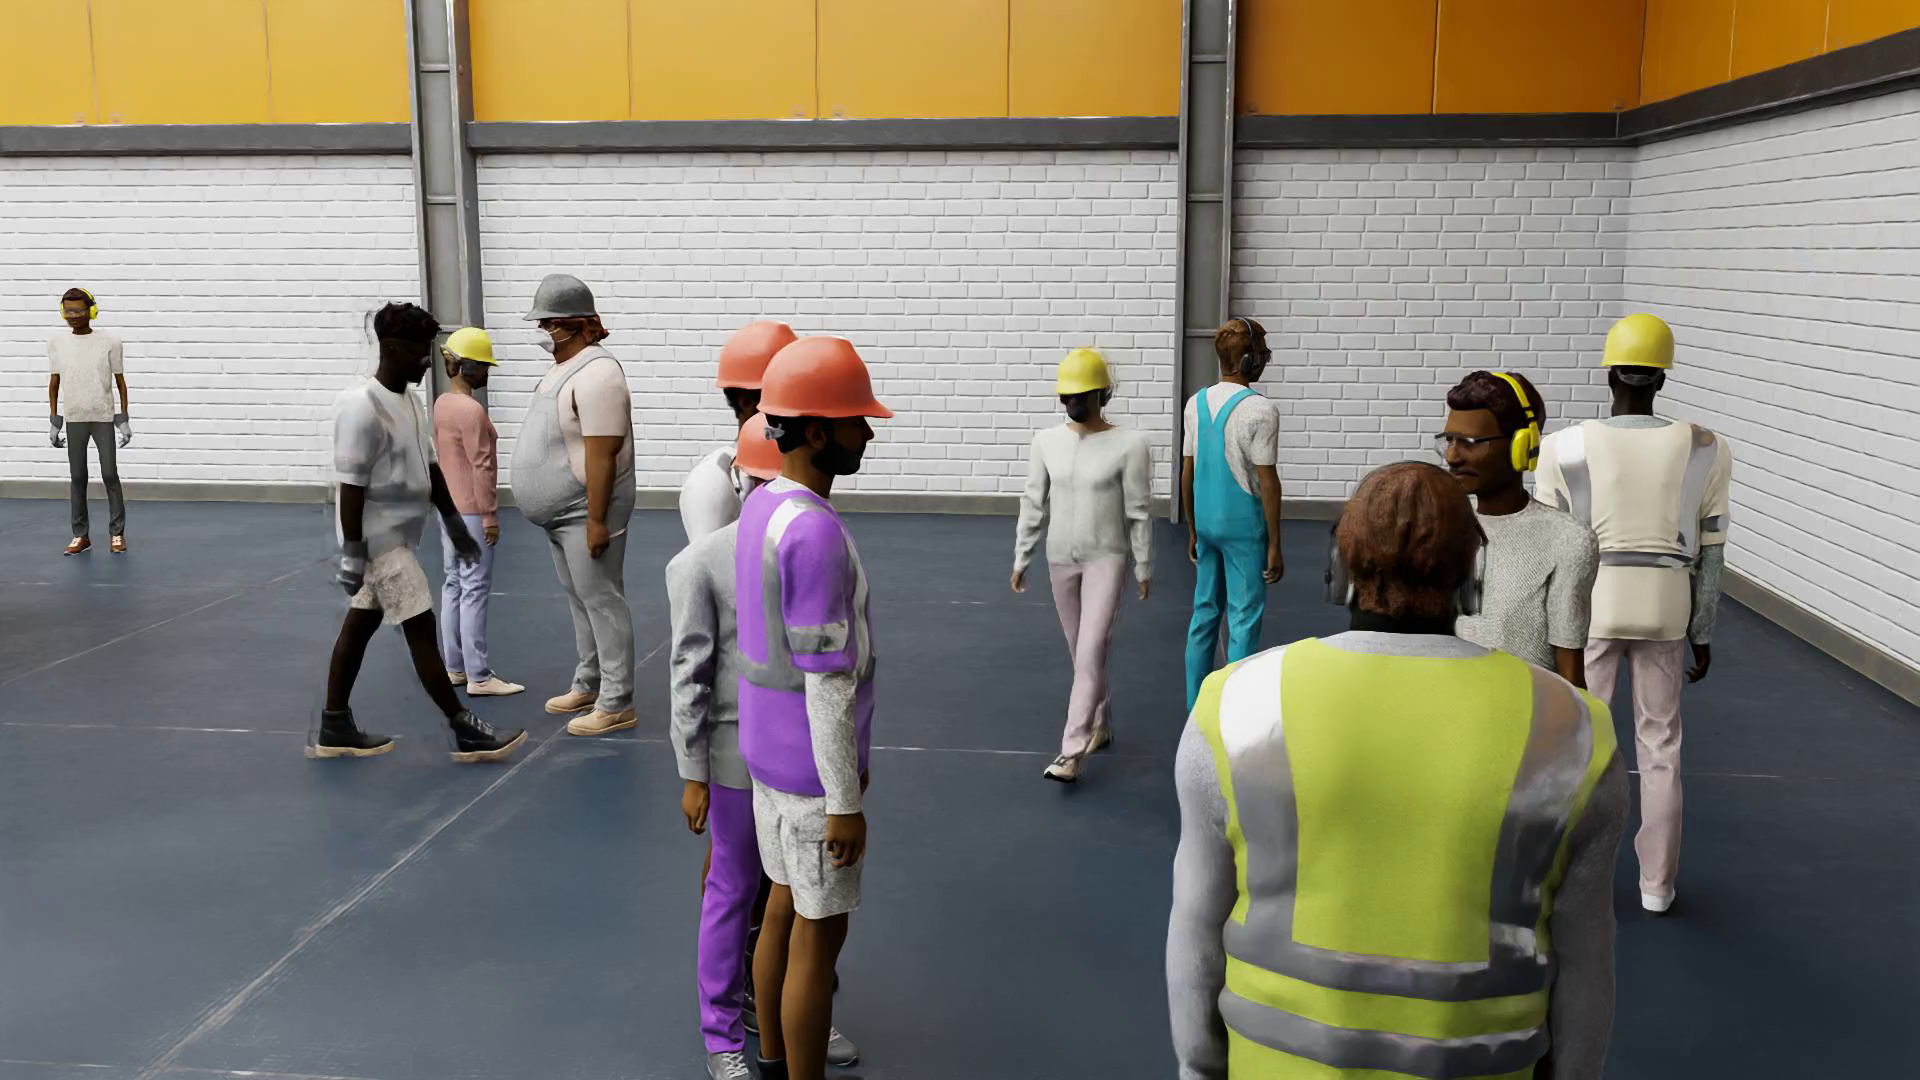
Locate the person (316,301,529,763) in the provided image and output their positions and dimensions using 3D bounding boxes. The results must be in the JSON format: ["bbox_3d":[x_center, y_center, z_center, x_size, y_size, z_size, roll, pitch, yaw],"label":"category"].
[{"bbox_3d":[-2.259,-0.018,6.867,0.981,1.904,0.644,-1,10,-3],"label":"person"}]

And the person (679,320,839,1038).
[{"bbox_3d":[-0.531,0.371,4.576,0.364,1.939,0.542,3,10,17],"label":"person"}]

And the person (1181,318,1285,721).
[{"bbox_3d":[1.162,-0.010,7.027,0.339,1.845,0.514,-8,13,-38],"label":"person"}]

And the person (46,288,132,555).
[{"bbox_3d":[-6.093,-0.825,11.639,0.532,1.864,0.310,-2,10,-14],"label":"person"}]

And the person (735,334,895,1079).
[{"bbox_3d":[-0.325,0.498,3.853,0.356,1.937,0.552,-4,11,-21],"label":"person"}]

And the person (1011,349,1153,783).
[{"bbox_3d":[0.465,0.106,6.713,0.538,1.725,0.890,6,11,30],"label":"person"}]

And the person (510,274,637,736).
[{"bbox_3d":[-1.715,-0.170,7.384,0.536,2.000,0.684,-5,11,-27],"label":"person"}]

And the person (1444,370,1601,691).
[{"bbox_3d":[1.226,0.539,3.850,0.332,1.864,0.506,-5,11,-28],"label":"person"}]

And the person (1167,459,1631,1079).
[{"bbox_3d":[0.624,0.796,2.464,0.634,1.833,0.429,2,10,13],"label":"person"}]

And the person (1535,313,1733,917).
[{"bbox_3d":[2.110,0.248,5.315,0.589,1.928,0.385,2,10,12],"label":"person"}]

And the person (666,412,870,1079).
[{"bbox_3d":[-0.455,0.530,4.207,0.573,1.746,0.345,-8,13,-39],"label":"person"}]

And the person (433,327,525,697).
[{"bbox_3d":[-2.333,-0.131,7.968,0.321,1.761,0.522,-8,12,-37],"label":"person"}]
